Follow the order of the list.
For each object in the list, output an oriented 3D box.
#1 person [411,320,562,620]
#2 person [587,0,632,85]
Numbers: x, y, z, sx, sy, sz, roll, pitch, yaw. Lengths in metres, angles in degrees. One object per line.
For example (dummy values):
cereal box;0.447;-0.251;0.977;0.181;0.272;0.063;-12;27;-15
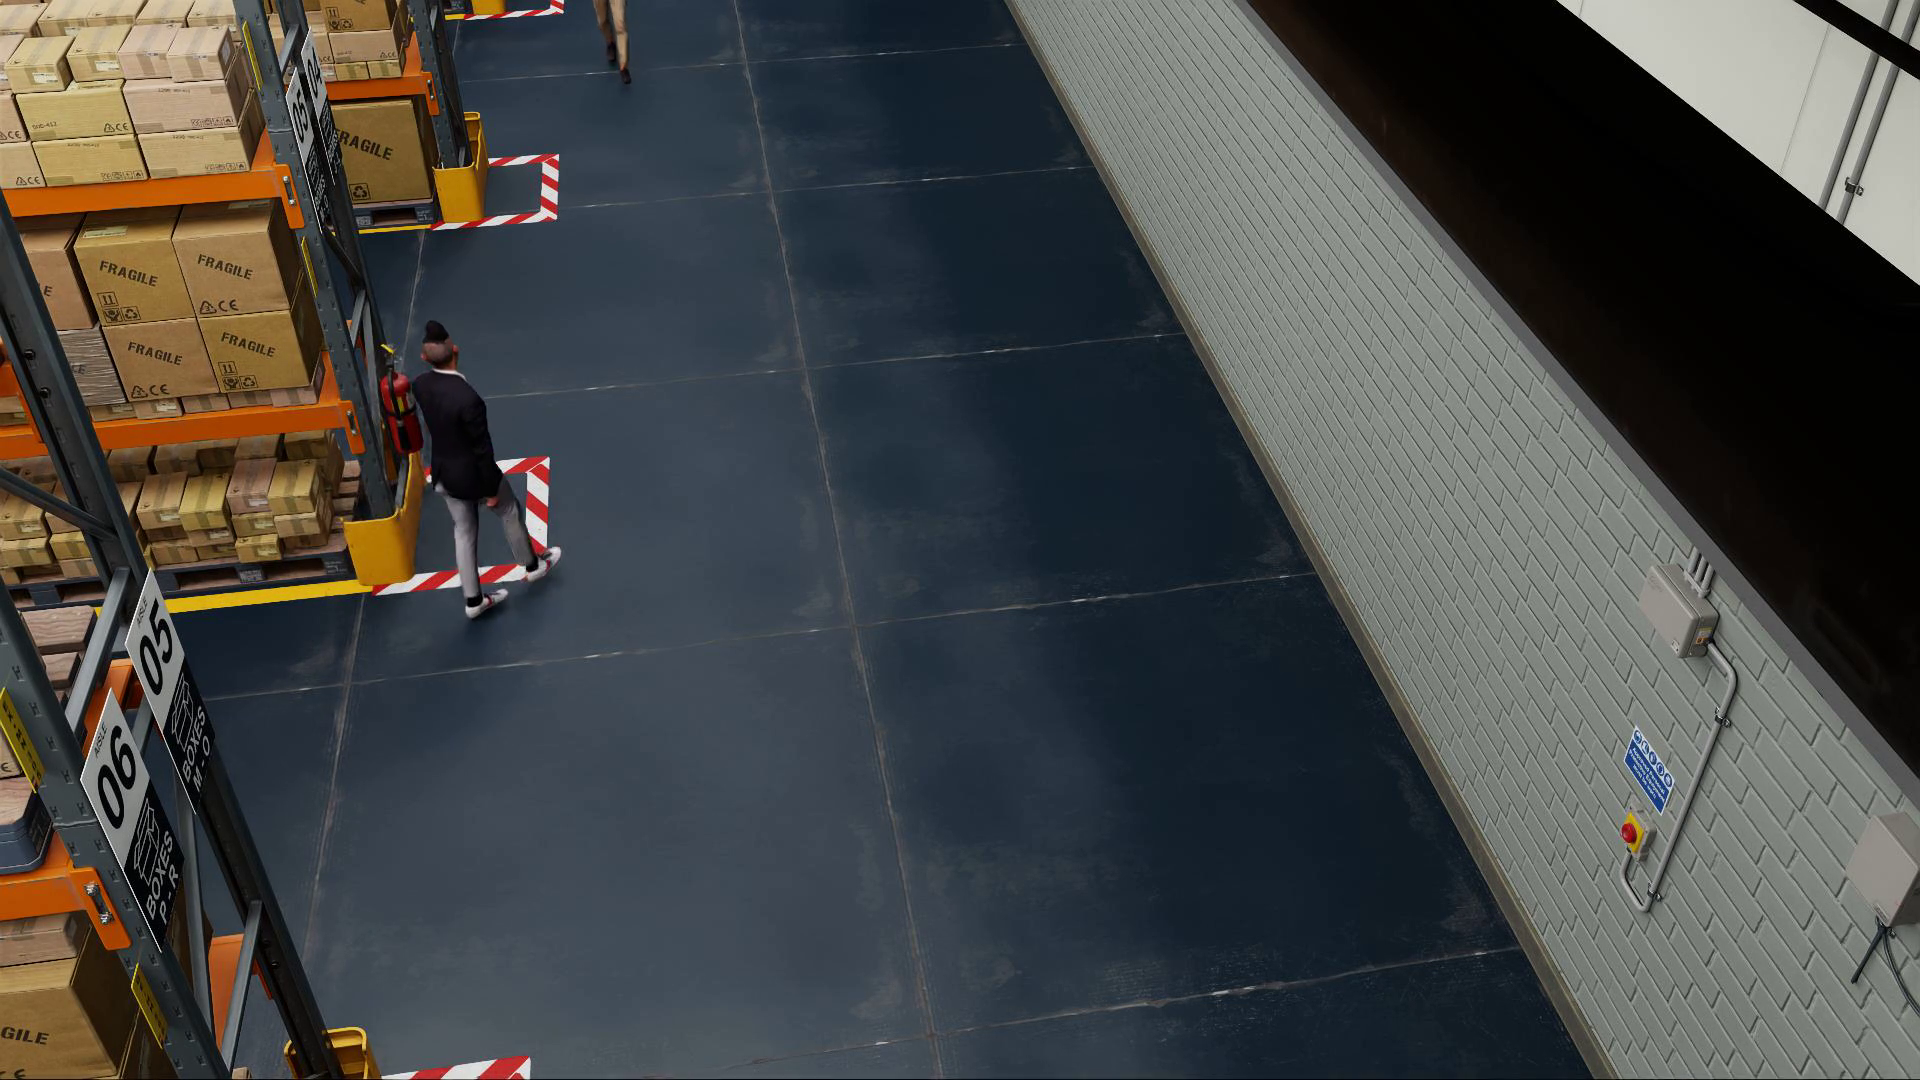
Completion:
person;-2.974;-0.358;9.768;1.079;1.927;1.126;23;43;26
person;-3.511;-5.527;16.464;1.120;1.818;0.730;-5;38;-6
